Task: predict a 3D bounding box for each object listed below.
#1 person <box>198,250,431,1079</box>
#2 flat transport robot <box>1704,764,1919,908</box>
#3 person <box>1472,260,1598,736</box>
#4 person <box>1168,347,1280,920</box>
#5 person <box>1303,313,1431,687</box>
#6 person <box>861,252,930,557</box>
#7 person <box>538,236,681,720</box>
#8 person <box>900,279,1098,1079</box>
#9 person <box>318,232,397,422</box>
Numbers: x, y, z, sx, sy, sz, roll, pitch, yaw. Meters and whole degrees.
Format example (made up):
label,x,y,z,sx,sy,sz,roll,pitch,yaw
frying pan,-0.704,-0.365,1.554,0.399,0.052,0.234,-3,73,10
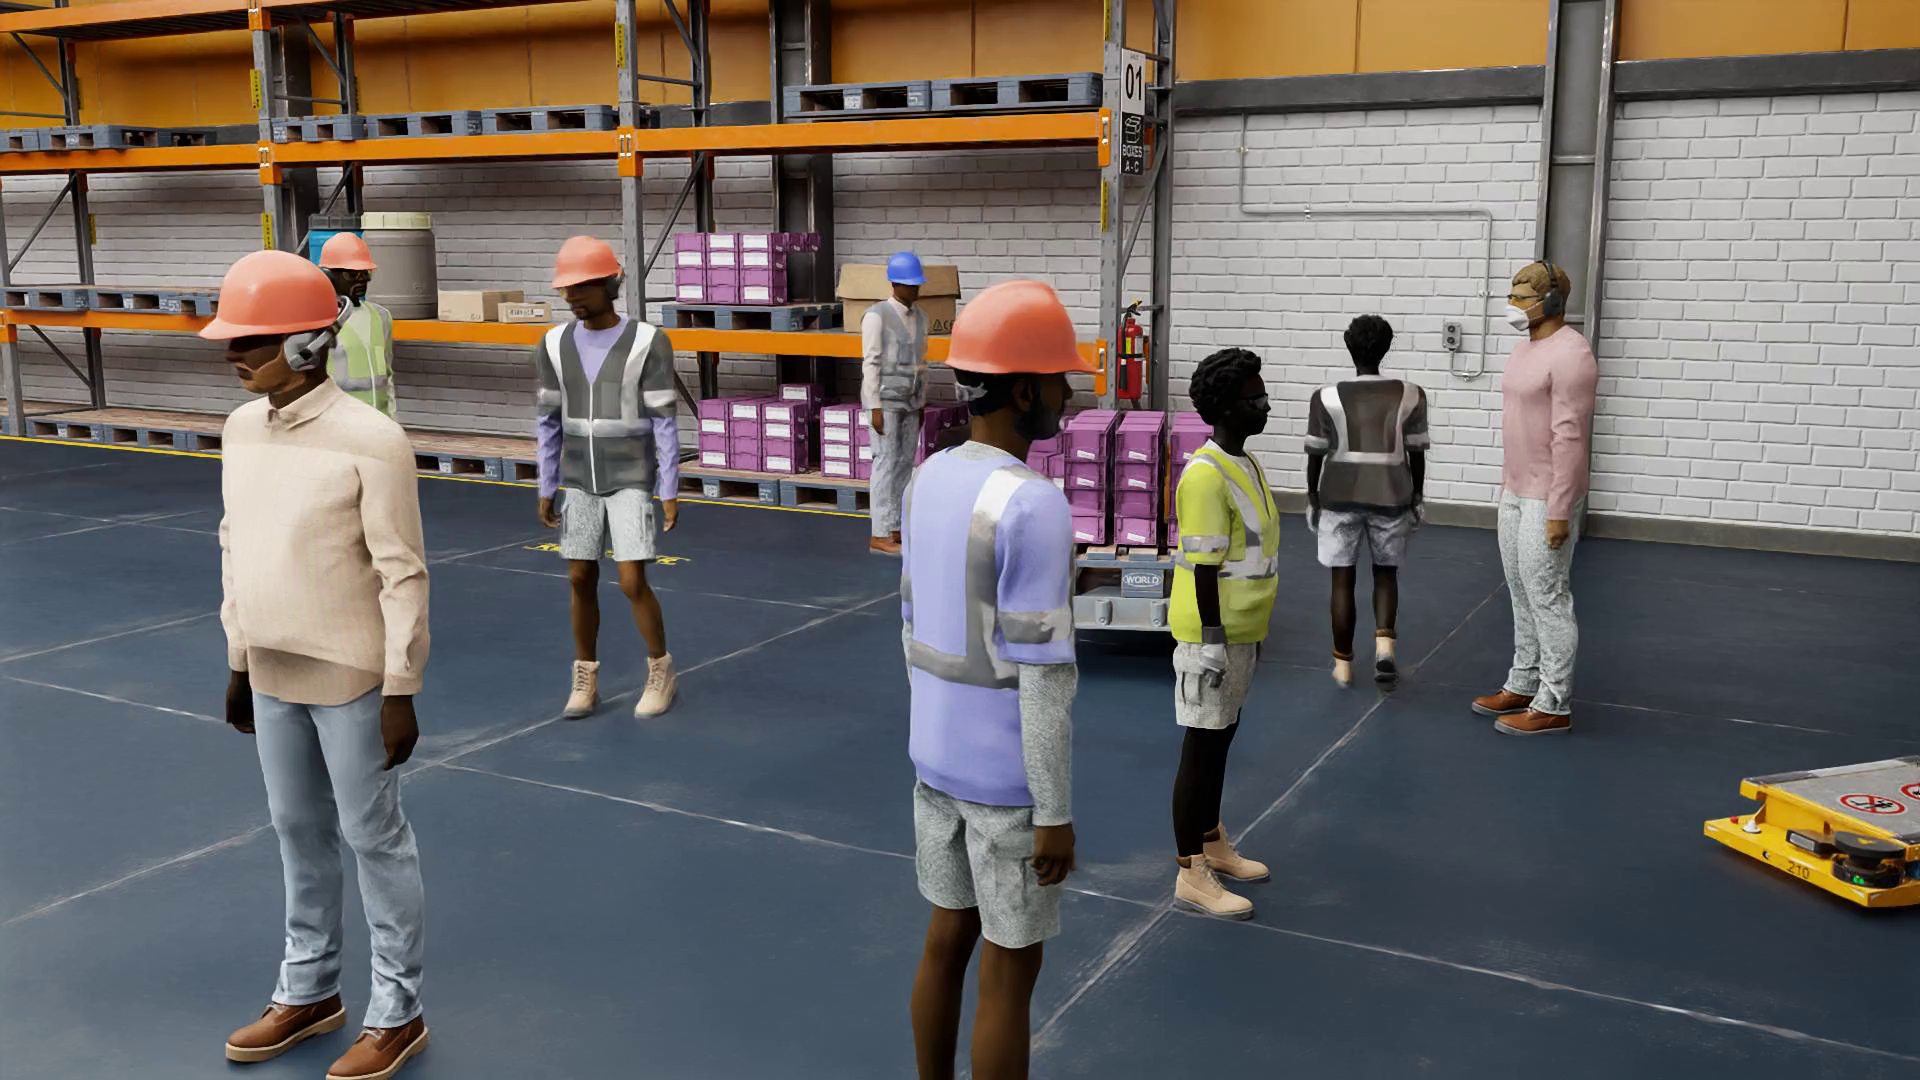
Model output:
label,x,y,z,sx,sy,sz,roll,pitch,yaw
person,-1.536,0.318,3.968,0.612,1.990,0.392,6,12,29
flat transport robot,3.246,0.910,5.436,1.431,0.197,0.652,-4,11,-19
person,2.371,-0.169,6.811,0.365,1.932,0.629,0,10,-1
person,0.798,0.271,5.024,0.318,1.700,0.535,4,11,21
person,1.801,-0.160,7.413,0.554,1.685,0.384,1,10,6
person,-0.389,-0.869,10.659,0.455,1.929,0.626,8,13,36
person,-1.482,-0.244,6.966,0.627,2.022,0.410,3,11,15
person,0.087,0.447,3.402,0.379,1.938,0.547,-6,12,-28
person,-3.190,-0.591,8.804,0.374,2.043,0.612,5,12,27
